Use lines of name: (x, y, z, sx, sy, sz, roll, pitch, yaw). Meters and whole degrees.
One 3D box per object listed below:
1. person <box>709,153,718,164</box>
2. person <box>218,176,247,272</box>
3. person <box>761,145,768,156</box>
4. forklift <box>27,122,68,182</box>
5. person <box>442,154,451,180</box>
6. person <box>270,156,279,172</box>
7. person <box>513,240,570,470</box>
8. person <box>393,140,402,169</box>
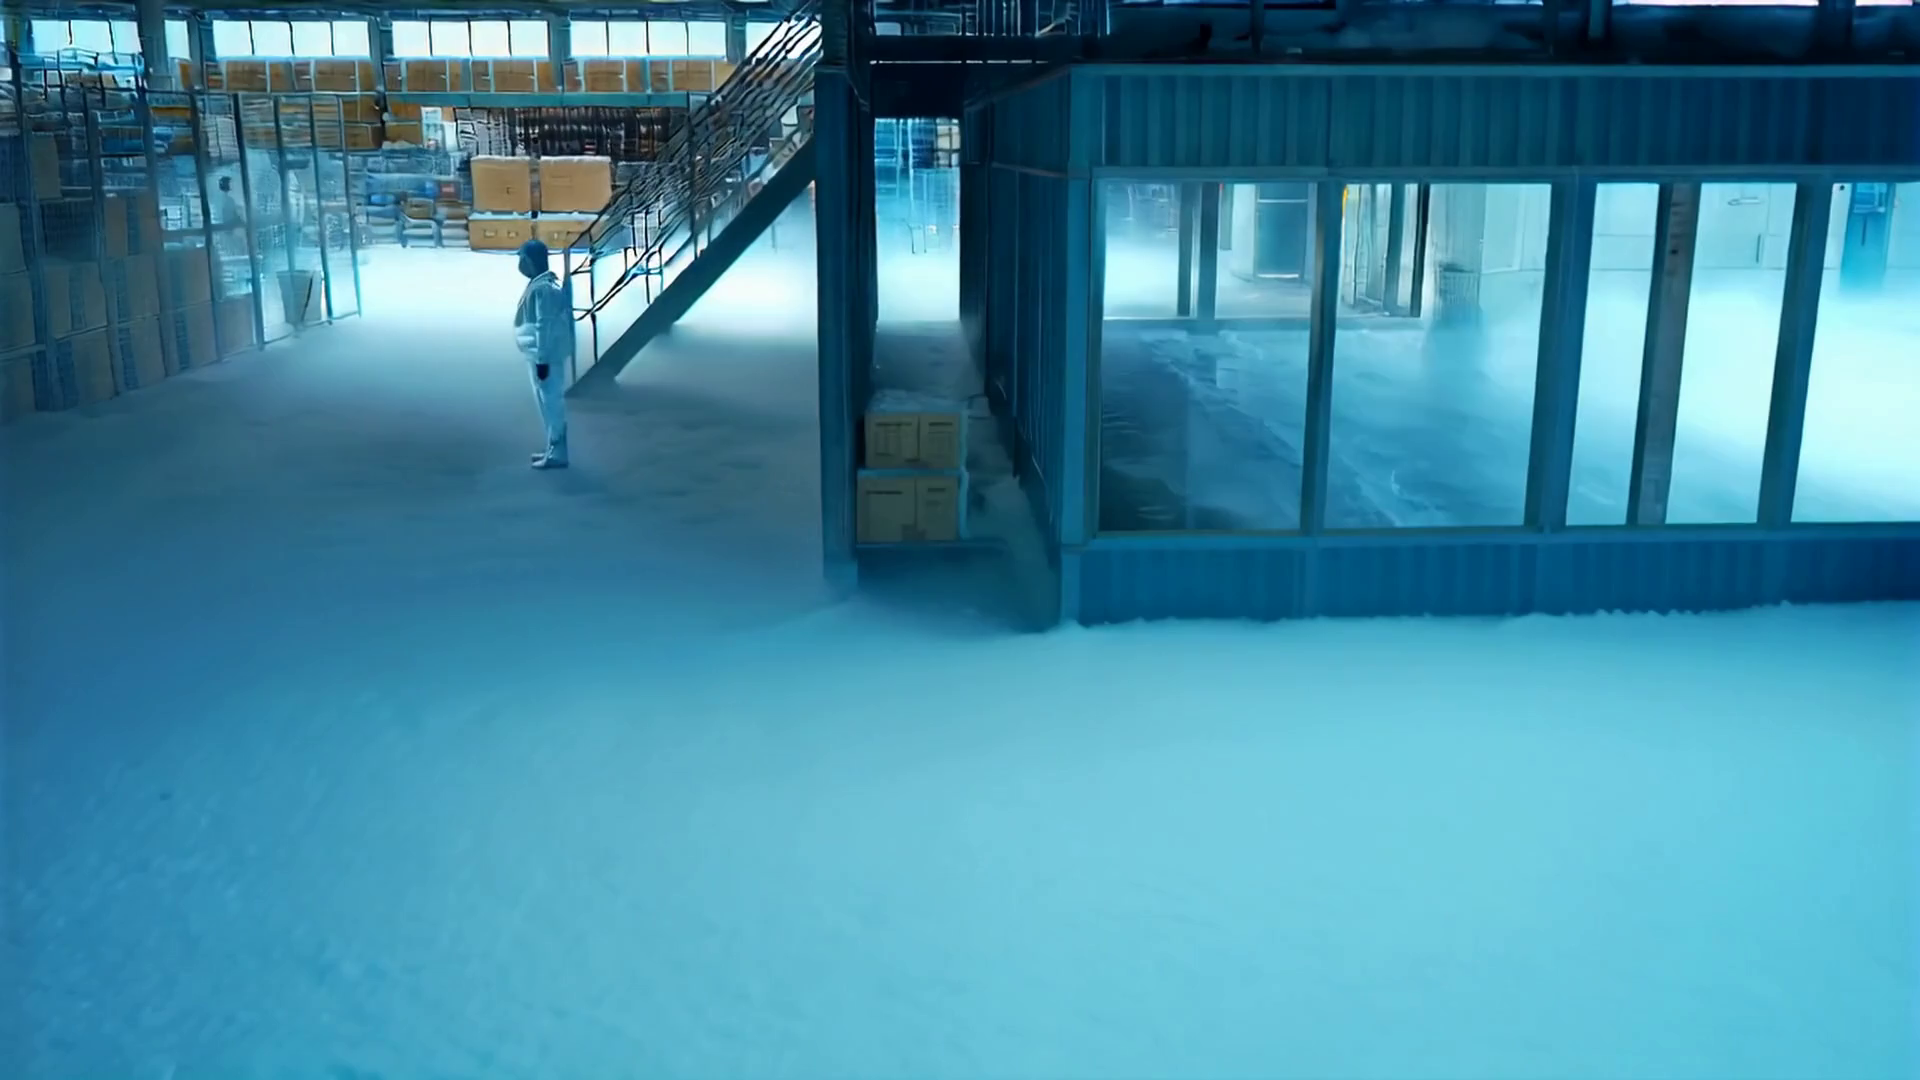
person: (-11.049, -16.855, 74.784, 0.980, 1.860, 0.659, 2, 14, 8)
person: (-13.191, -5.698, 30.257, 0.360, 1.824, 0.742, -11, 18, -37)
person: (-8.611, -16.475, 73.328, 0.589, 1.820, 0.606, 1, 14, 3)
forklift: (-35.376, -14.773, 64.377, 1.129, 2.768, 1.873, -1, 14, -2)
person: (-17.140, -12.008, 55.607, 0.327, 1.760, 0.523, -2, 14, -9)
person: (-23.971, -12.551, 57.995, 0.536, 1.651, 0.887, 0, 14, 0)
person: (-3.364, -1.485, 13.406, 0.431, 1.836, 0.619, -4, 15, -15)
person: (-27.823, -18.726, 82.062, 0.848, 1.959, 0.595, 11, 18, 37)
